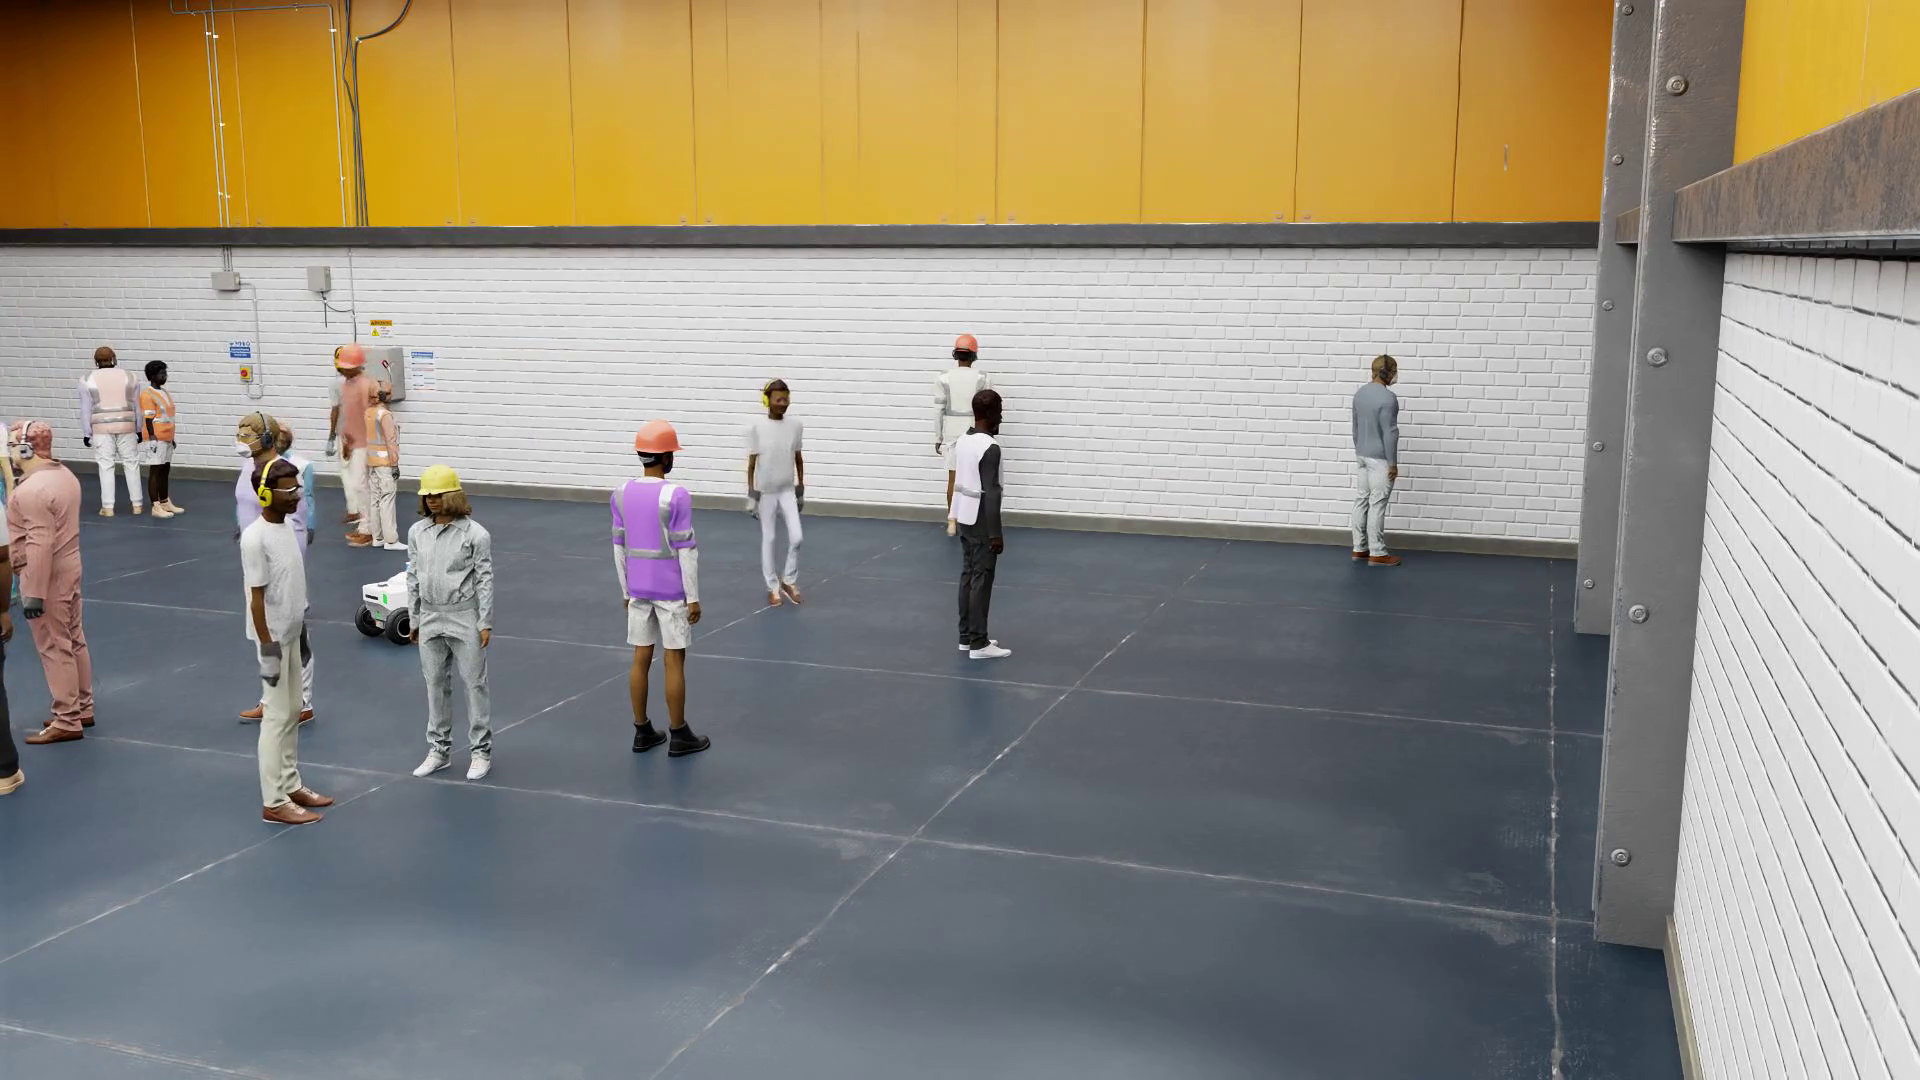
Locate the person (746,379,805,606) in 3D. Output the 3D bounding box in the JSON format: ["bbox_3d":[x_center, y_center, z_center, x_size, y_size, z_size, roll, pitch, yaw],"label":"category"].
[{"bbox_3d":[-1.487,-0.372,13.435,0.537,1.850,0.484,-4,11,-23],"label":"person"}]

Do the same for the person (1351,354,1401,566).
[{"bbox_3d":[3.818,-0.732,15.249,0.370,1.934,0.627,-3,11,-17],"label":"person"}]

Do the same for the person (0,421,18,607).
[{"bbox_3d":[-7.878,-0.347,13.364,0.575,1.835,0.395,0,10,3],"label":"person"}]

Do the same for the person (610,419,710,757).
[{"bbox_3d":[-1.718,0.277,9.544,0.543,1.940,0.361,5,11,26],"label":"person"}]

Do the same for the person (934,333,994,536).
[{"bbox_3d":[0.051,-1.051,16.732,0.615,2.041,0.387,1,10,6],"label":"person"}]

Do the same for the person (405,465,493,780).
[{"bbox_3d":[-2.803,0.451,9.118,0.493,1.743,0.296,2,10,10],"label":"person"}]

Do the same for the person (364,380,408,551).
[{"bbox_3d":[-5.531,-0.714,15.967,0.309,1.641,0.515,-9,14,-42],"label":"person"}]

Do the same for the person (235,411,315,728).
[{"bbox_3d":[-4.160,0.187,10.055,0.627,1.940,0.372,9,13,40],"label":"person"}]

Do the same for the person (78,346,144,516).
[{"bbox_3d":[-9.173,-1.175,18.013,0.619,1.839,0.430,-7,12,-36],"label":"person"}]

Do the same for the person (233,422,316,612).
[{"bbox_3d":[-5.190,-0.109,12.664,0.551,1.593,0.818,1,10,5],"label":"person"}]

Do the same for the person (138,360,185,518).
[{"bbox_3d":[-8.617,-1.089,17.919,0.318,1.698,0.533,-1,10,-3],"label":"person"}]

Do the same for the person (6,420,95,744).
[{"bbox_3d":[-5.405,0.244,9.825,0.403,1.906,0.651,-2,10,-12],"label":"person"}]

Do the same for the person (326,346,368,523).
[{"bbox_3d":[-6.450,-1.113,17.574,0.326,1.873,0.526,6,12,32],"label":"person"}]

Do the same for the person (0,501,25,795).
[{"bbox_3d":[-5.362,0.364,8.768,0.682,2.000,0.536,-5,11,-26],"label":"person"}]

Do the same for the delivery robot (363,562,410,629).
[{"bbox_3d":[-4.086,0.404,12.466,0.477,0.478,0.707,8,13,40],"label":"delivery robot"}]

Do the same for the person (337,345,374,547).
[{"bbox_3d":[-5.900,-0.918,16.241,0.454,1.970,0.731,-7,12,-36],"label":"person"}]

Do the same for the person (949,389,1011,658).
[{"bbox_3d":[0.136,-0.115,11.840,0.397,1.911,0.587,-4,11,-20],"label":"person"}]

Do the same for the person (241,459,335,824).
[{"bbox_3d":[-3.431,0.510,8.450,0.330,1.867,0.538,0,10,-2],"label":"person"}]
